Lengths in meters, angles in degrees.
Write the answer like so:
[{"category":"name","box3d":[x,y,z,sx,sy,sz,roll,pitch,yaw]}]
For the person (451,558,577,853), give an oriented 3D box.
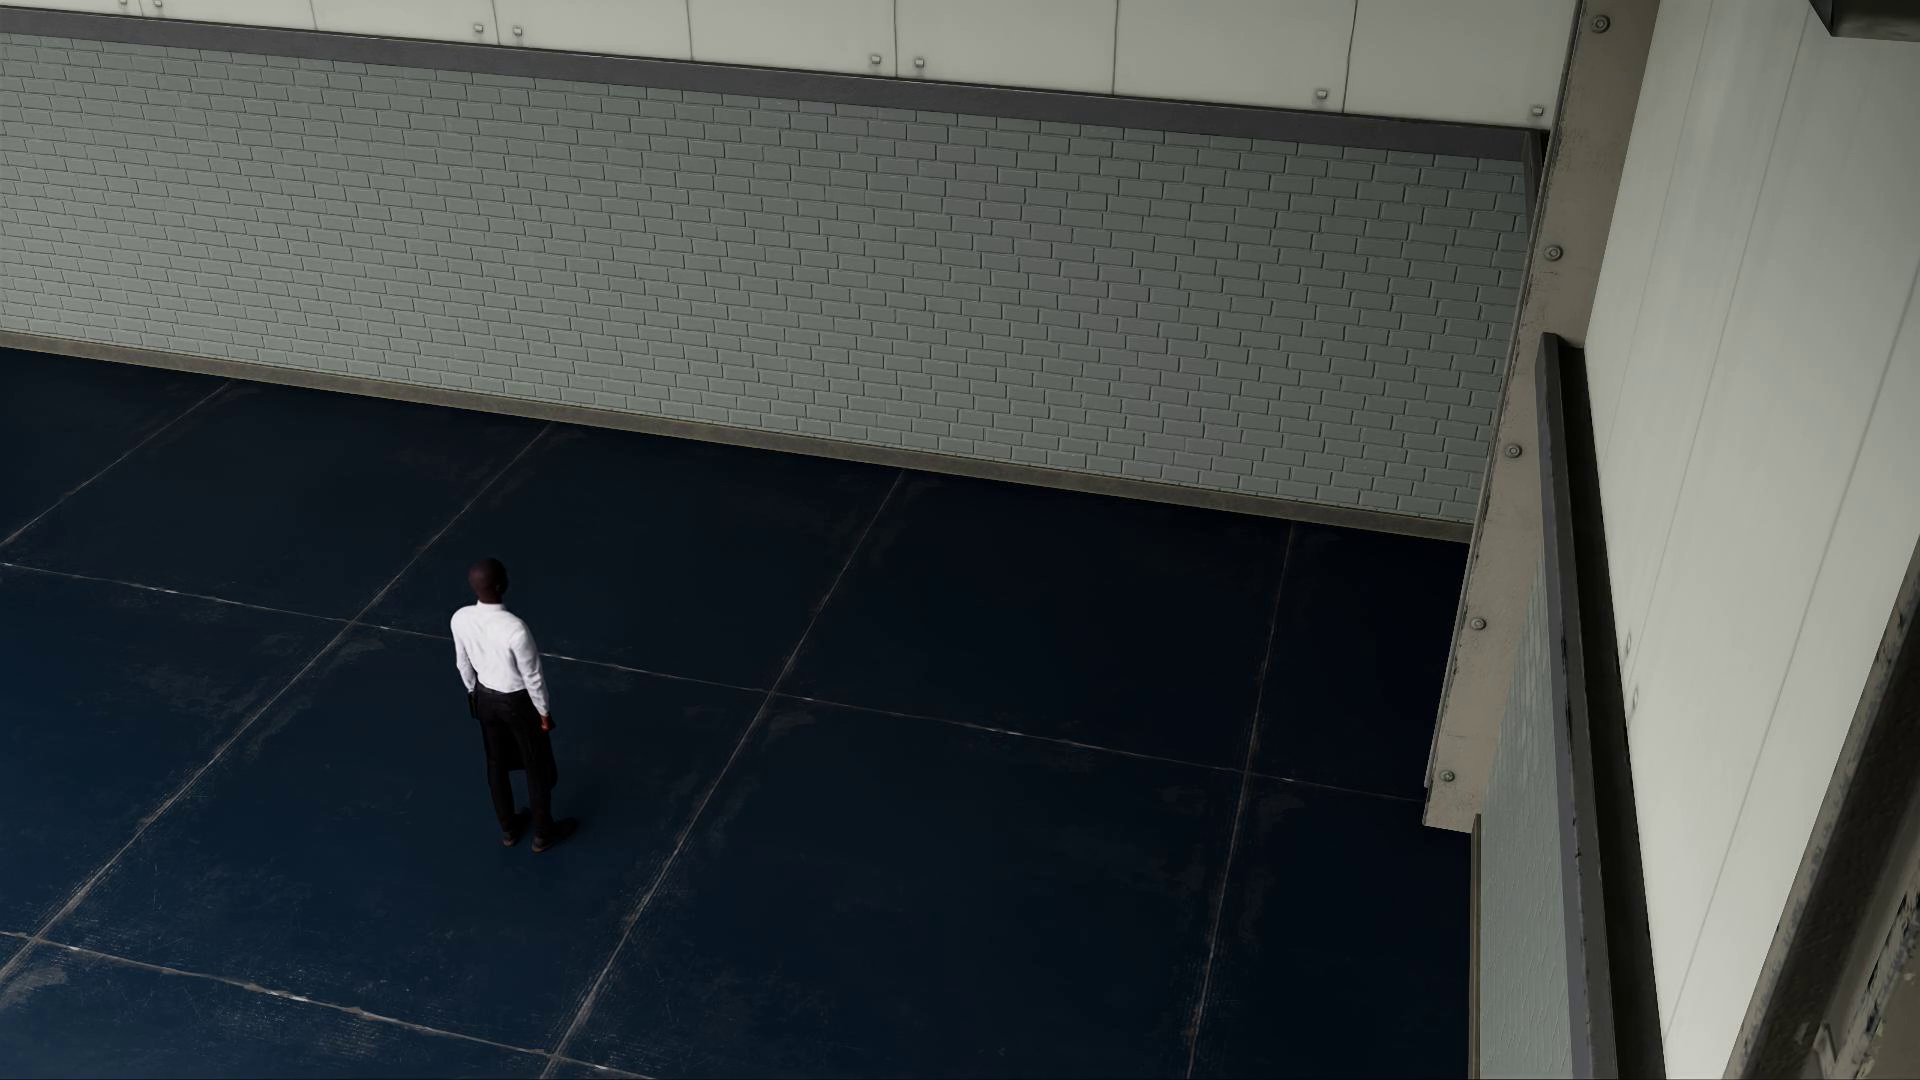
[{"category":"person","box3d":[-2.424,0.896,8.924,0.644,1.837,0.537,10,34,15]}]
